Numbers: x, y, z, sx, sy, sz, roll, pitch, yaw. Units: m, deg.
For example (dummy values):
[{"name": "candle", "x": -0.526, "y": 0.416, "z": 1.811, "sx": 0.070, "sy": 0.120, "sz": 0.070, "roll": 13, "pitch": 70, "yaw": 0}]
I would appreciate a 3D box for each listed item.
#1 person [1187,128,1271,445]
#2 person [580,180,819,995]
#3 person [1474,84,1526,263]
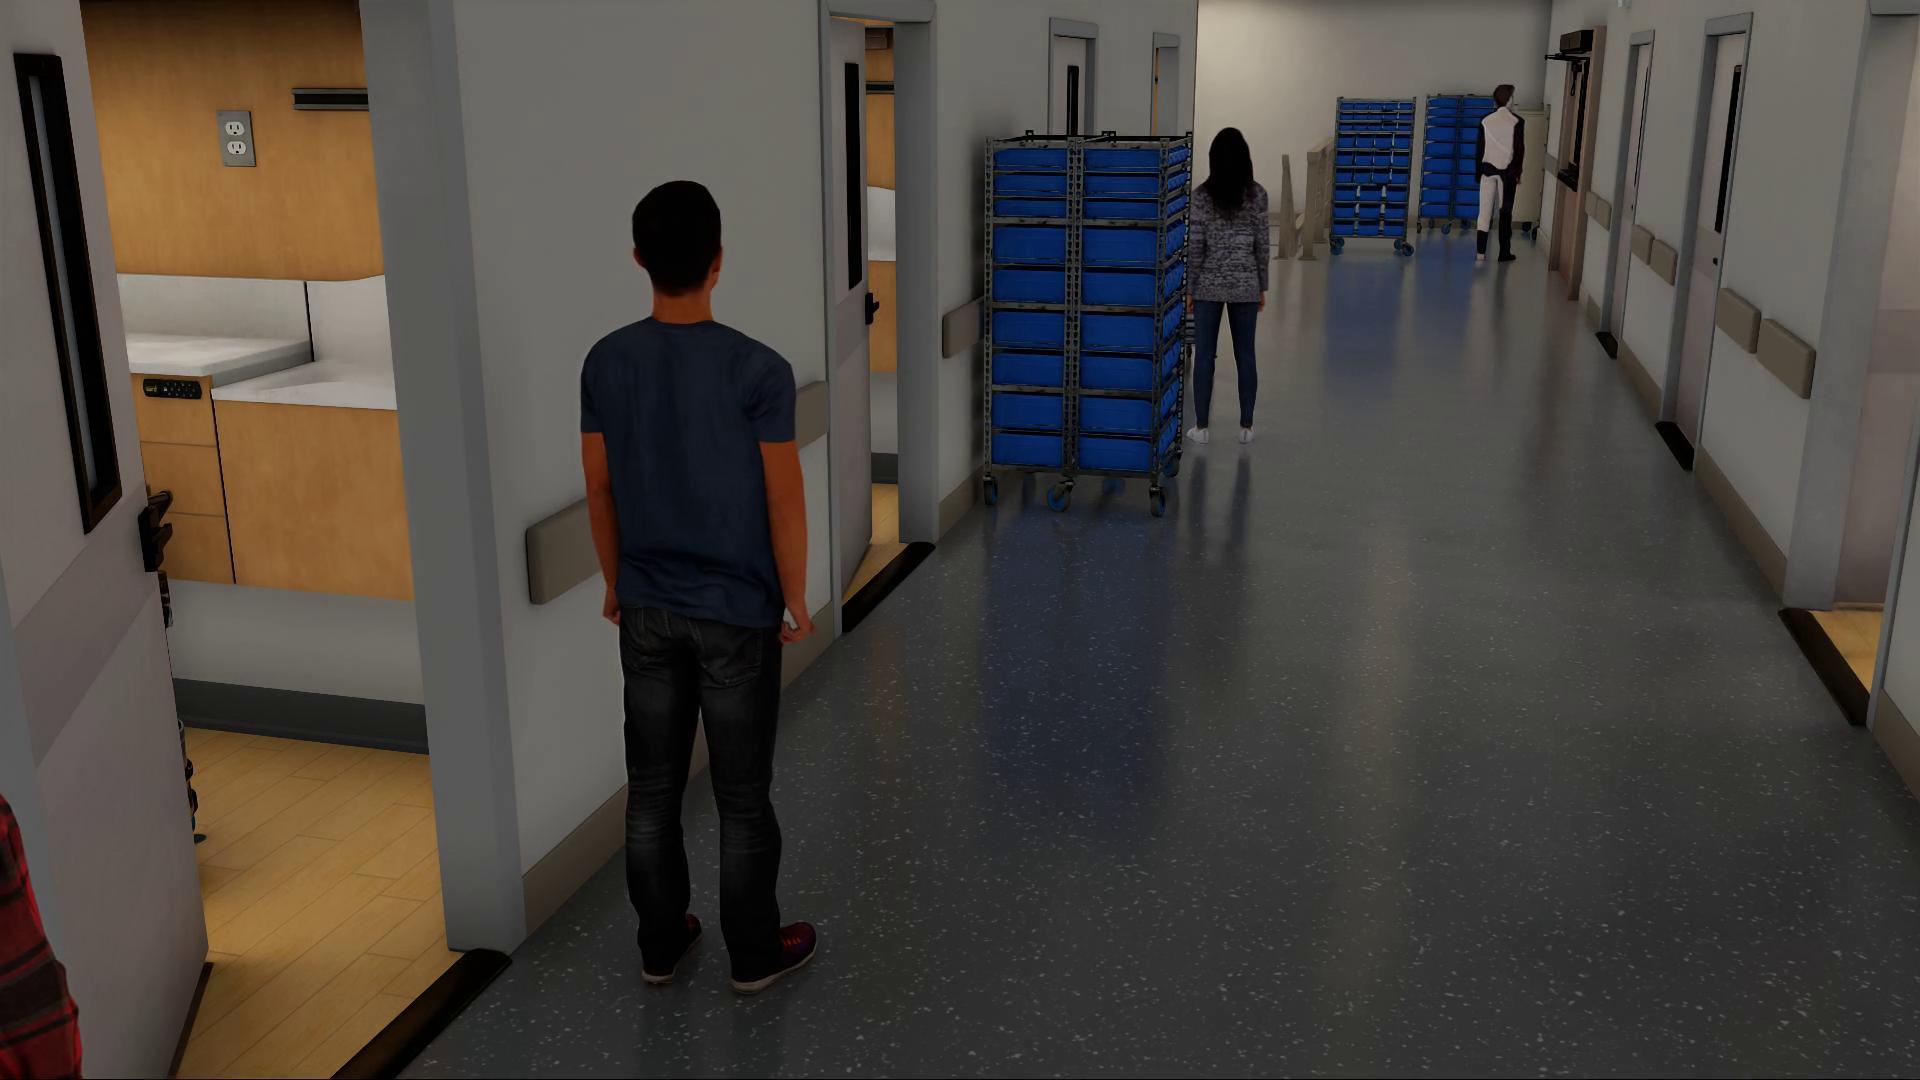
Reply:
[{"name": "person", "x": 1.479, "y": -1.405, "z": 9.253, "sx": 0.660, "sy": 1.734, "sz": 0.601, "roll": 0, "pitch": 16, "yaw": 1}, {"name": "person", "x": -0.579, "y": 0.132, "z": 3.659, "sx": 0.641, "sy": 1.811, "sz": 0.518, "roll": 4, "pitch": 16, "yaw": 14}, {"name": "person", "x": 5.919, "y": -4.034, "z": 18.288, "sx": 0.751, "sy": 1.892, "sz": 0.715, "roll": 11, "pitch": 19, "yaw": 33}]
